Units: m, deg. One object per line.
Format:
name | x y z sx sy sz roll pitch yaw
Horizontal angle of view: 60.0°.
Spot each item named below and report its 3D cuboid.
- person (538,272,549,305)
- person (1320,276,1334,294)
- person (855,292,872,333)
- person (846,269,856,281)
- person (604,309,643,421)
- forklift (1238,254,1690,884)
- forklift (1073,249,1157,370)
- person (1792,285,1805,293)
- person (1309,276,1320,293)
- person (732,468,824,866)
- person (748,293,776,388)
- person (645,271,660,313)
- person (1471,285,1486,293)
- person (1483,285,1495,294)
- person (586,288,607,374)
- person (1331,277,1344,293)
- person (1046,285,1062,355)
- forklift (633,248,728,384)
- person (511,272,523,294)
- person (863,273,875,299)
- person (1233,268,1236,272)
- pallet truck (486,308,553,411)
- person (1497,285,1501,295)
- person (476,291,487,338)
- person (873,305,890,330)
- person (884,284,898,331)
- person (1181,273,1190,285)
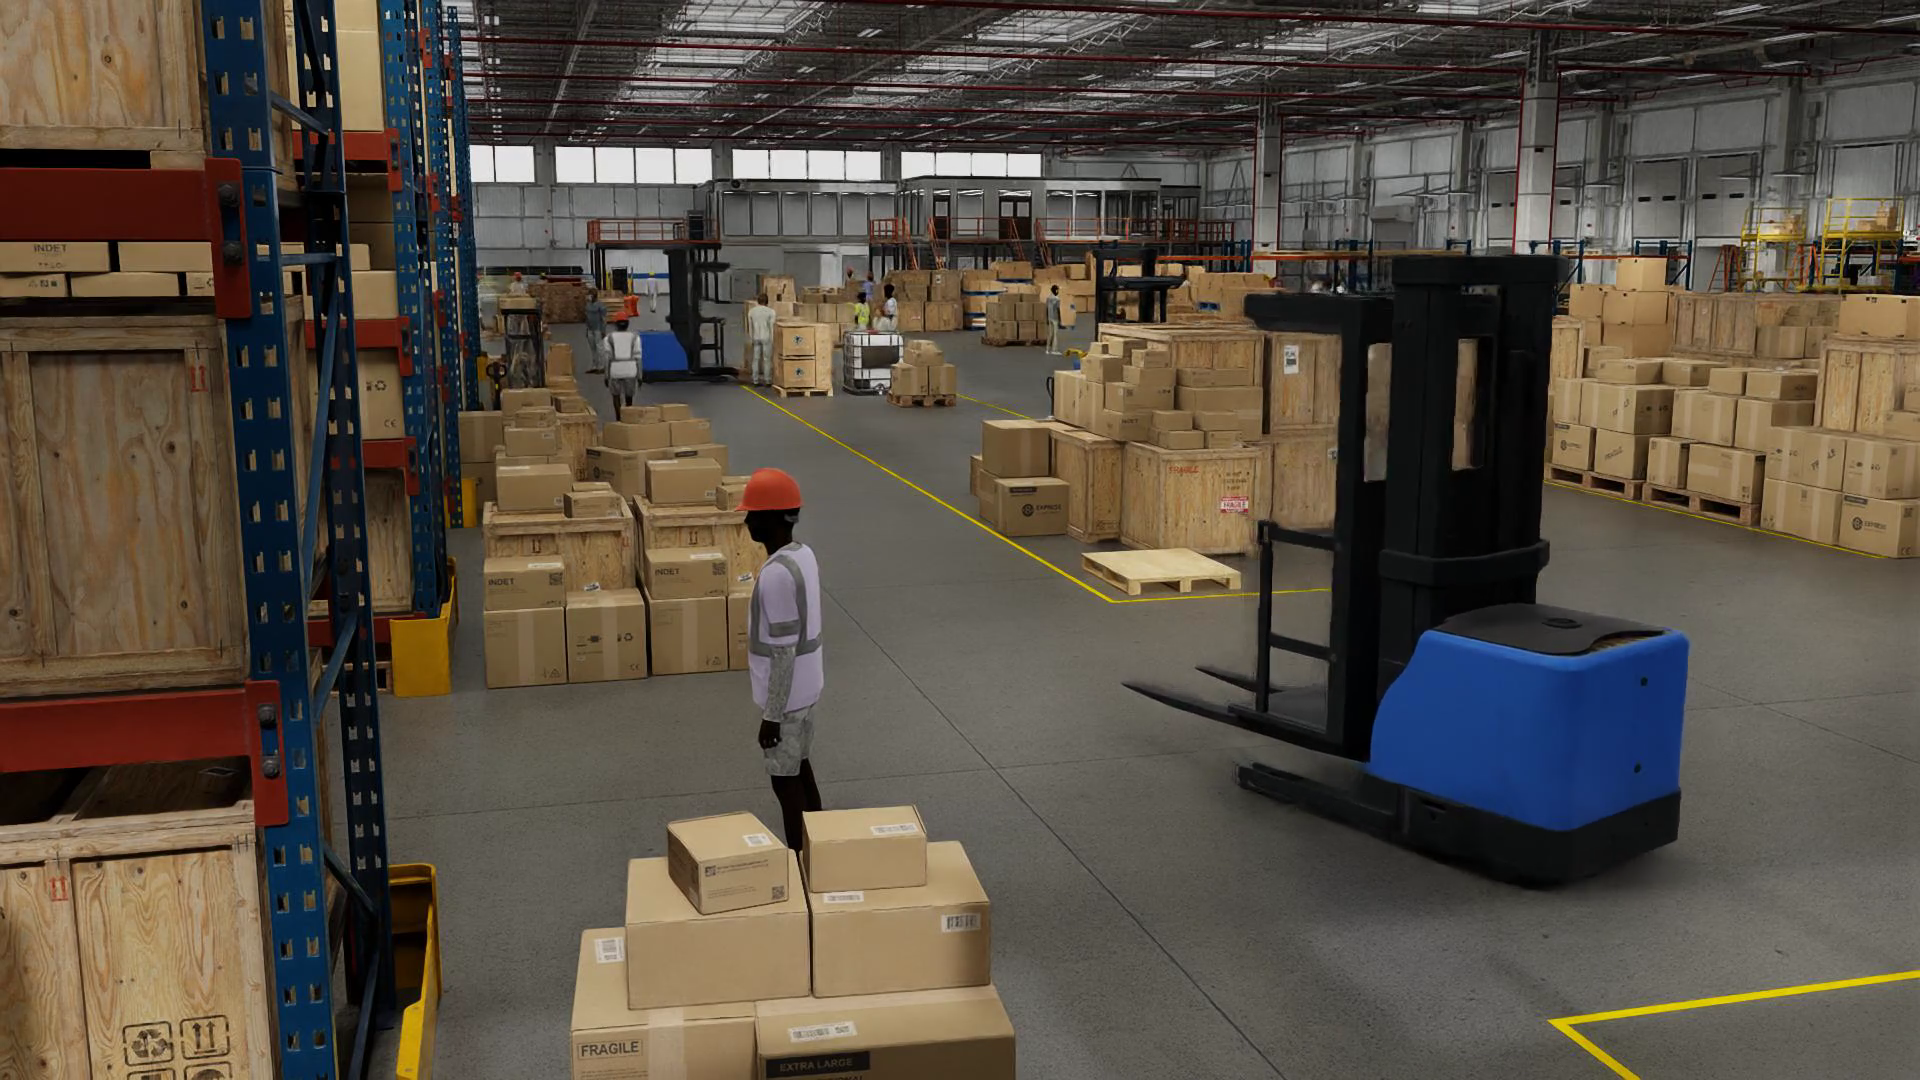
person | -18.461 -11.009 73.774 0.506 1.721 0.710 -3 10 -17
person | 10.595 -6.672 48.330 0.776 2.000 0.690 3 10 17
person | -2.640 -5.785 44.341 0.680 1.676 0.539 6 12 32
person | -4.577 -10.311 69.228 0.360 1.936 0.552 -9 14 -43
person | -5.084 -2.517 25.141 0.584 1.917 0.423 -2 10 -12
forklift | 2.470 0.015 8.087 1.129 2.768 1.873 -8 13 -37
forklift | 2.493 -3.044 25.408 1.129 2.768 1.873 -3 10 -15
person | 21.693 -5.659 43.101 1.038 1.864 0.606 4 11 22
person | 11.953 -7.919 55.810 0.991 1.902 0.627 3 10 15
person | -0.781 0.652 7.153 0.373 1.934 0.552 1 10 7
person | -4.006 -4.046 33.781 0.629 1.932 0.366 5 11 24
person | -13.267 -10.688 71.784 0.612 1.803 0.816 -2 10 -10
person | 19.902 -9.328 63.889 0.554 1.852 0.642 2 10 9
person | 21.884 -10.226 69.085 0.630 1.827 0.603 -2 10 -9
person | -8.194 -4.698 37.439 0.633 1.938 0.356 8 13 39
person | 12.342 -7.675 54.461 0.572 1.883 0.356 -6 11 -29
person | 2.487 -5.829 44.083 0.318 1.858 0.527 -9 13 -41
forklift | -5.901 -4.698 34.776 1.873 2.768 1.129 -3 10 -15
person | -15.406 -8.420 58.415 0.797 1.966 0.626 5 11 24
person | -3.371 -8.873 61.209 0.909 1.907 0.545 -9 14 -42
person | 13.927 -12.957 84.472 0.514 1.845 0.337 6 12 30
pallet truck | -6.242 -2.418 24.362 0.823 1.965 1.885 1 10 3
person | 22.665 -10.309 69.323 0.606 1.907 0.453 0 10 2
person | -15.313 -7.334 52.239 1.032 1.994 0.623 -1 10 -7
person | -1.684 -4.144 35.169 0.380 1.622 0.551 -9 14 -43
person | -1.687 -5.187 40.129 0.361 1.964 0.614 1 10 3
person | 8.402 -9.072 62.361 0.337 1.882 0.583 -6 12 -29
